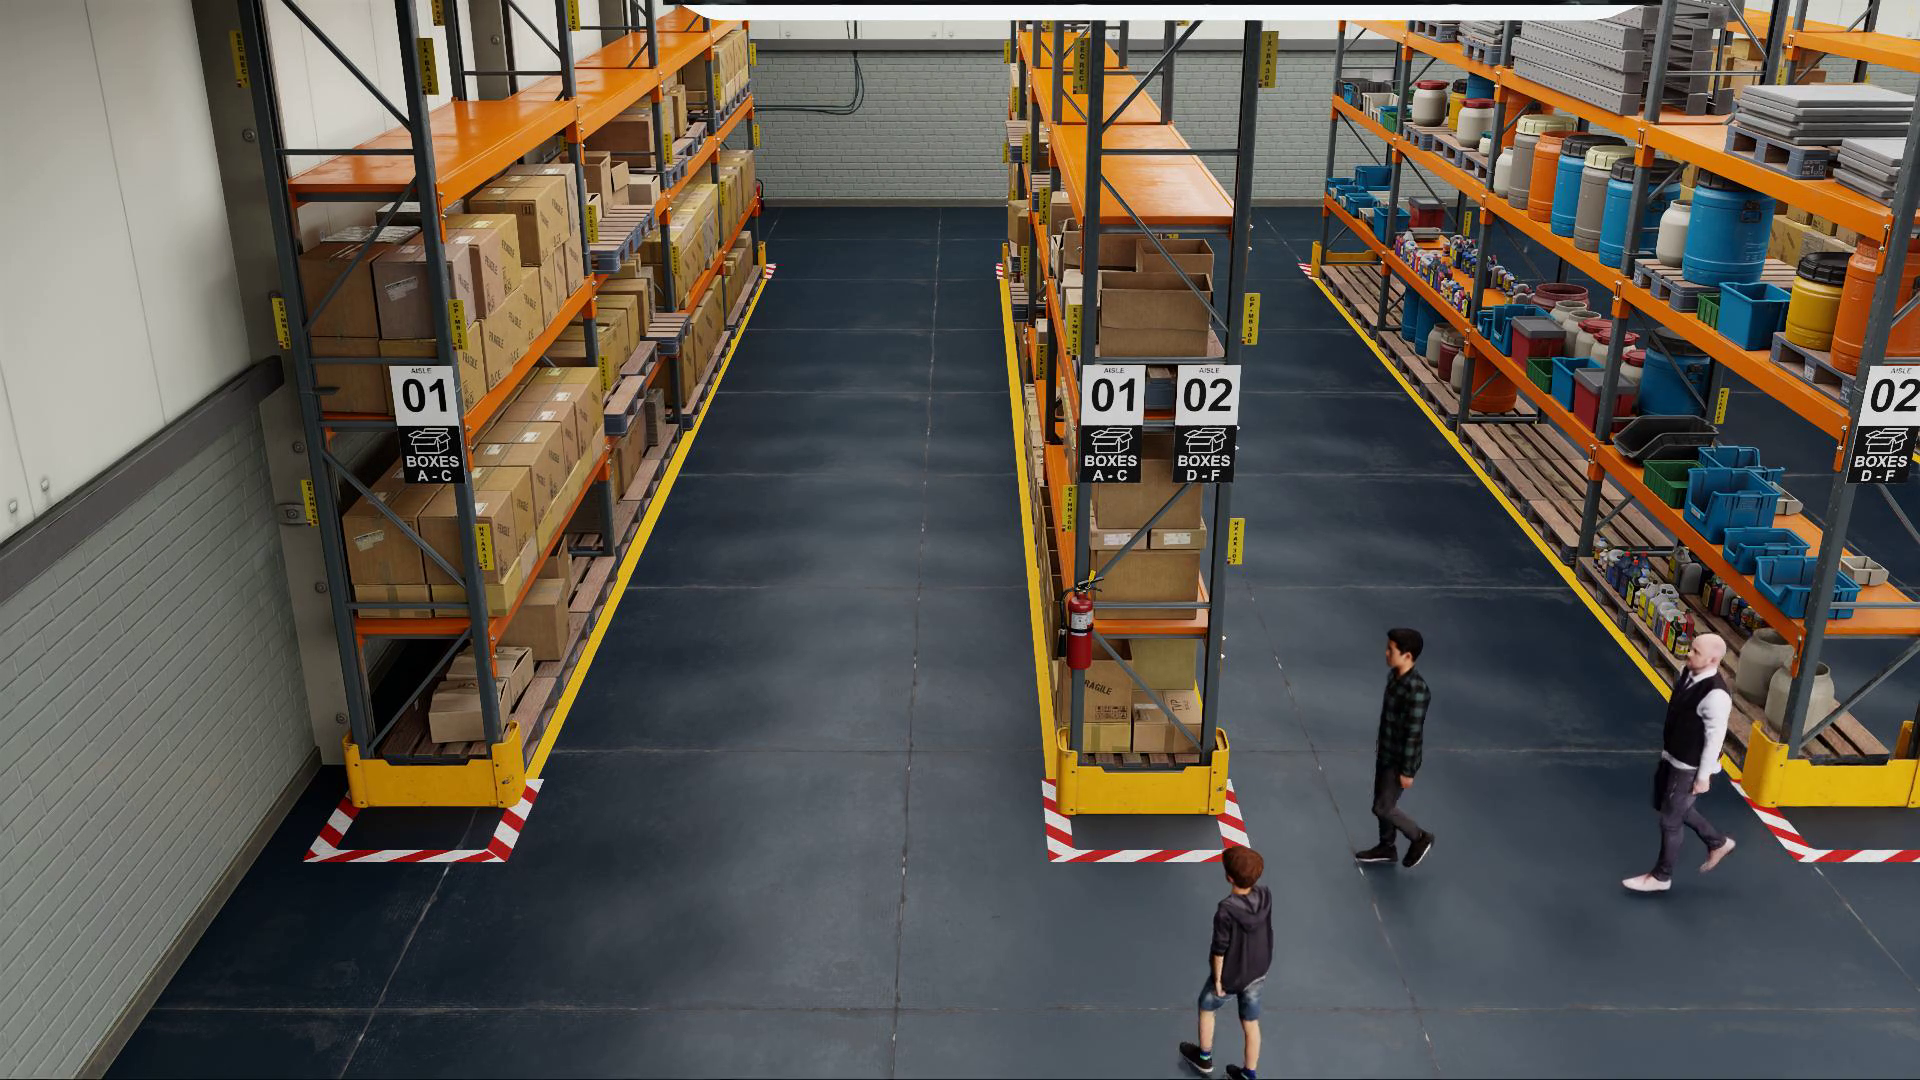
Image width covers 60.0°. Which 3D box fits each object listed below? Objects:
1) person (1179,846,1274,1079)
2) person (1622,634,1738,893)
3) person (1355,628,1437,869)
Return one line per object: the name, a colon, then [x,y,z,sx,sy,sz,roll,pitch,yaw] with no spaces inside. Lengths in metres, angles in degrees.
person: [1.498,2.283,8.725,0.704,1.429,0.815,-10,24,-24]
person: [4.607,1.404,10.370,0.771,1.811,0.865,1,22,2]
person: [2.874,1.353,10.616,0.734,1.698,0.661,-1,22,-2]
